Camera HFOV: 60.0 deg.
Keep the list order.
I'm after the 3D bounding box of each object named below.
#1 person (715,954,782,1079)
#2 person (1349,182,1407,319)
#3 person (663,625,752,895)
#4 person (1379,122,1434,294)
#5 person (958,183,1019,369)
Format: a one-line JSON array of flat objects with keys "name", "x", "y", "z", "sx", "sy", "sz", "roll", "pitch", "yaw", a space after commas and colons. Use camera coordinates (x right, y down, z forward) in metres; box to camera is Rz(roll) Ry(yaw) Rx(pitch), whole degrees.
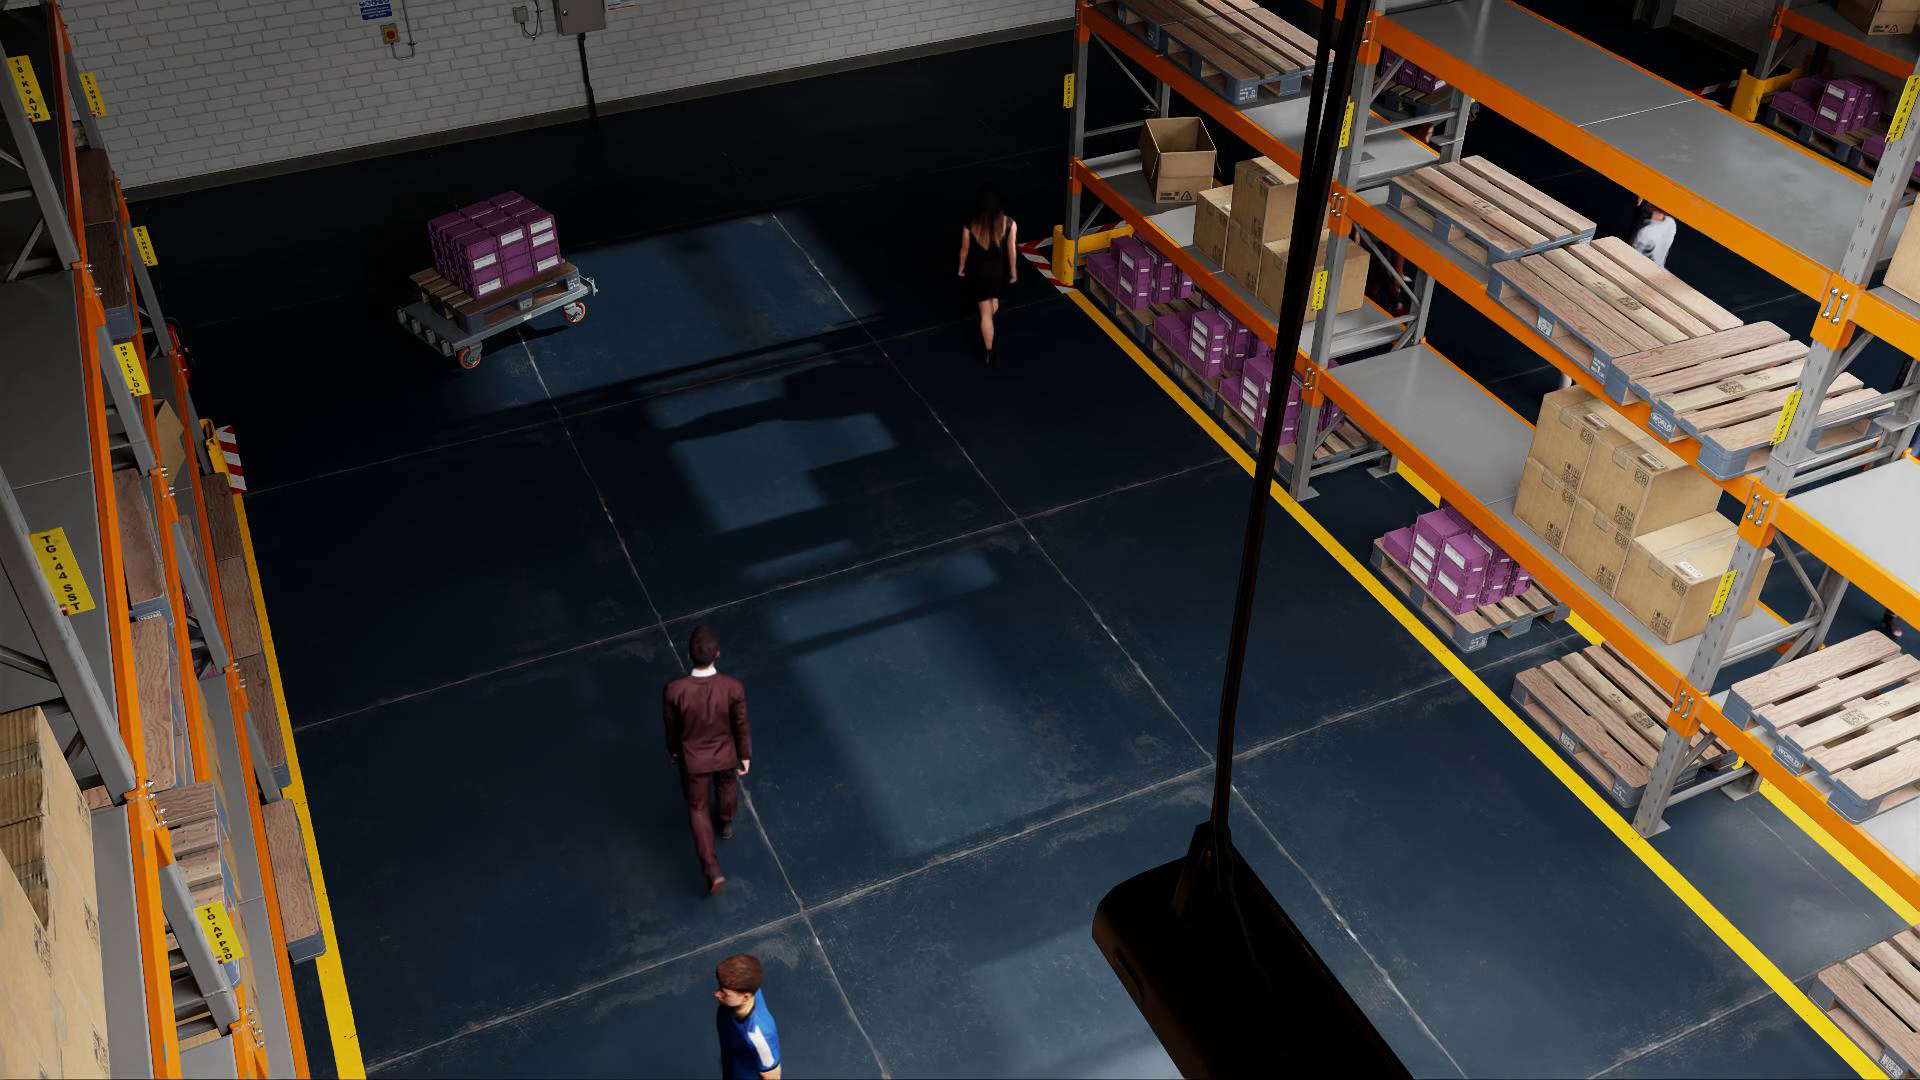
[{"name": "person", "x": -1.040, "y": 2.700, "z": 8.406, "sx": 0.733, "sy": 1.866, "sz": 0.553, "roll": -21, "pitch": 43, "yaw": -24}, {"name": "person", "x": 3.822, "y": -2.770, "z": 15.362, "sx": 0.857, "sy": 1.734, "sz": 1.213, "roll": -28, "pitch": 46, "yaw": -30}, {"name": "person", "x": -1.528, "y": 1.347, "z": 10.127, "sx": 0.817, "sy": 1.832, "sz": 1.179, "roll": -8, "pitch": 39, "yaw": -10}, {"name": "person", "x": 4.290, "y": -3.229, "z": 15.942, "sx": 0.647, "sy": 1.728, "sz": 0.651, "roll": 25, "pitch": 45, "yaw": 28}, {"name": "person", "x": 0.264, "y": -2.305, "z": 14.833, "sx": 0.838, "sy": 1.668, "sz": 1.102, "roll": -7, "pitch": 39, "yaw": -9}]
